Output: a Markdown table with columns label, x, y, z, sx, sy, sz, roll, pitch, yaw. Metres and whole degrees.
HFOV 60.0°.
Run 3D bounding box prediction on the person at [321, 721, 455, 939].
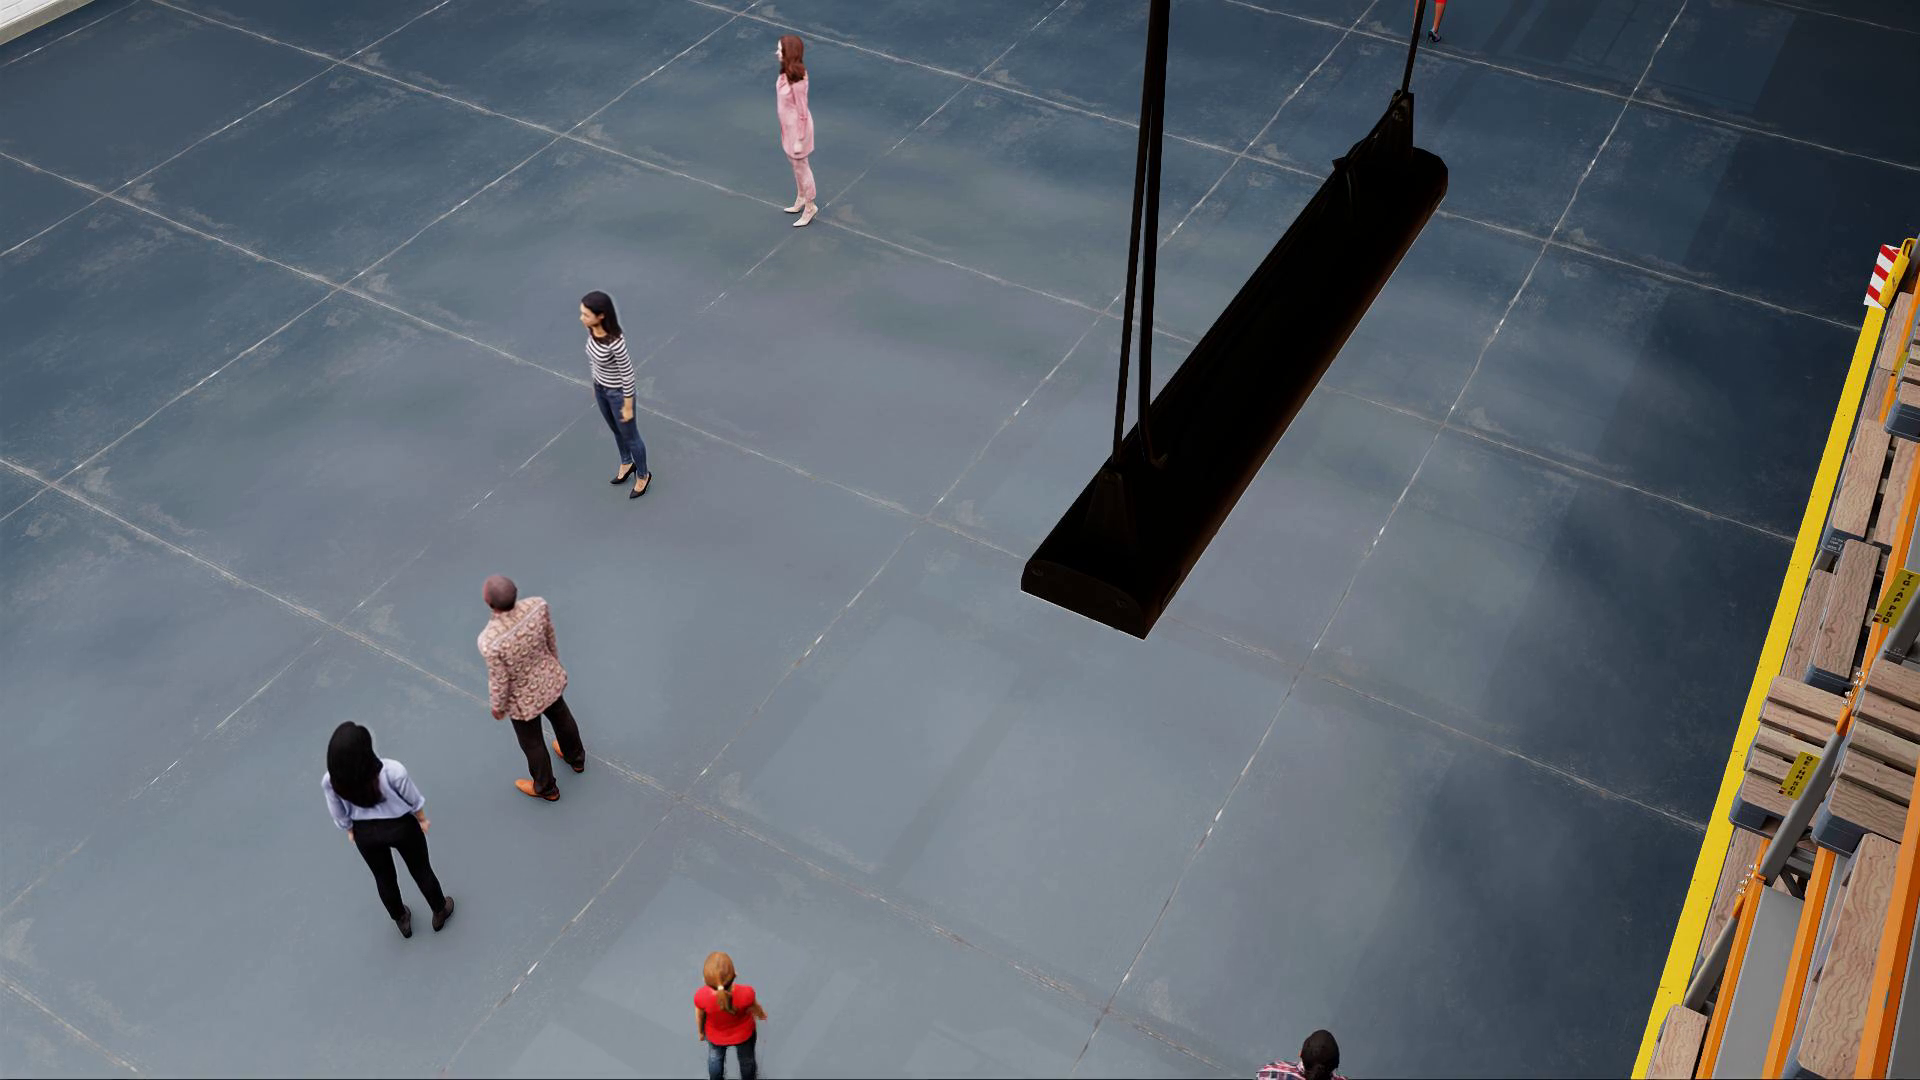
| label | x | y | z | sx | sy | sz | roll | pitch | yaw |
| --- | --- | --- | --- | --- | --- | --- | --- | --- | --- |
| person | -3.196 | 1.625 | 9.255 | 0.723 | 1.743 | 0.758 | -7 | 44 | -7 |

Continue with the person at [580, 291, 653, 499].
| label | x | y | z | sx | sy | sz | roll | pitch | yaw |
| --- | --- | --- | --- | --- | --- | --- | --- | --- | --- |
| person | -2.489 | -1.046 | 12.021 | 0.613 | 1.795 | 0.654 | -32 | 52 | -29 |

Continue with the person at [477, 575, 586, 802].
| label | x | y | z | sx | sy | sz | roll | pitch | yaw |
| --- | --- | --- | --- | --- | --- | --- | --- | --- | --- |
| person | -2.581 | 0.877 | 9.993 | 0.753 | 1.808 | 0.541 | 26 | 49 | 24 |

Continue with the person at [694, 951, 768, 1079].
| label | x | y | z | sx | sy | sz | roll | pitch | yaw |
| --- | --- | --- | --- | --- | --- | --- | --- | --- | --- |
| person | -1.181 | 2.565 | 8.585 | 0.608 | 1.306 | 0.661 | -1 | 44 | -1 |

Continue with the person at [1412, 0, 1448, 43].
| label | x | y | z | sx | sy | sz | roll | pitch | yaw |
| --- | --- | --- | --- | --- | --- | --- | --- | --- | --- |
| person | 4.993 | -6.040 | 17.300 | 0.589 | 1.744 | 0.508 | 25 | 49 | 24 |

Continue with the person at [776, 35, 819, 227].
| label | x | y | z | sx | sy | sz | roll | pitch | yaw |
| --- | --- | --- | --- | --- | --- | --- | --- | --- | --- |
| person | -1.441 | -3.635 | 14.732 | 0.722 | 1.803 | 0.682 | -14 | 45 | -14 |

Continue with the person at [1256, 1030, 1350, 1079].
| label | x | y | z | sx | sy | sz | roll | pitch | yaw |
| --- | --- | --- | --- | --- | --- | --- | --- | --- | --- |
| person | 1.573 | 2.928 | 7.893 | 0.854 | 1.735 | 1.085 | 12 | 45 | 12 |
